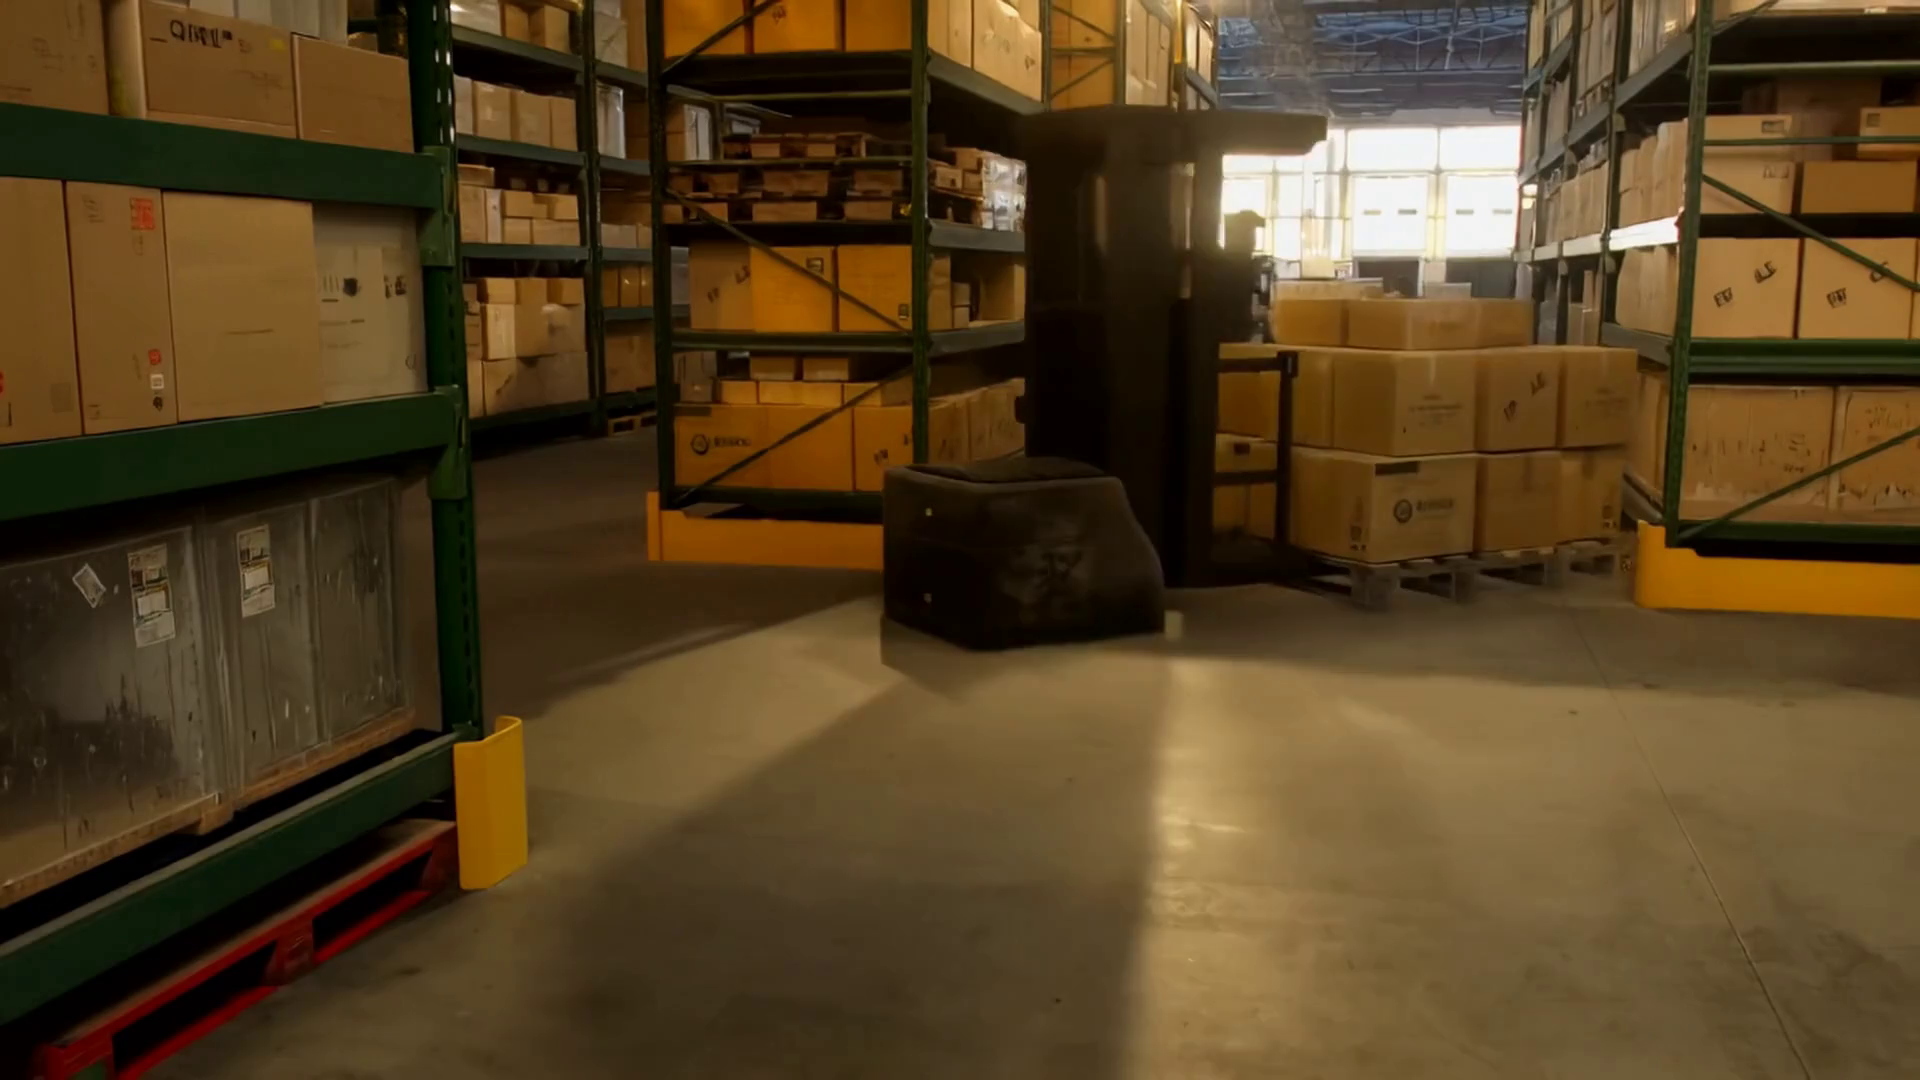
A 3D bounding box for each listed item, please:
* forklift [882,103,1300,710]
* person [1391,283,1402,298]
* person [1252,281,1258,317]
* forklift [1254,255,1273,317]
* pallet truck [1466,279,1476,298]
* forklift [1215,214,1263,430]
[{"bbox_3d":[0.638,-0.707,8.266,1.873,2.768,1.129,-5,10,-28],"label":"forklift"},{"bbox_3d":[12.951,-6.692,49.474,1.035,1.888,0.636,3,9,17],"label":"person"},{"bbox_3d":[9.625,-7.538,54.718,0.415,1.919,0.555,8,12,40],"label":"person"},{"bbox_3d":[10.551,-8.662,58.805,1.129,2.768,1.873,2,9,15],"label":"forklift"},{"bbox_3d":[18.896,-8.459,60.307,1.885,1.965,0.823,5,10,31],"label":"pallet truck"},{"bbox_3d":[3.637,-2.813,21.642,1.873,2.768,1.129,2,9,15],"label":"forklift"}]
